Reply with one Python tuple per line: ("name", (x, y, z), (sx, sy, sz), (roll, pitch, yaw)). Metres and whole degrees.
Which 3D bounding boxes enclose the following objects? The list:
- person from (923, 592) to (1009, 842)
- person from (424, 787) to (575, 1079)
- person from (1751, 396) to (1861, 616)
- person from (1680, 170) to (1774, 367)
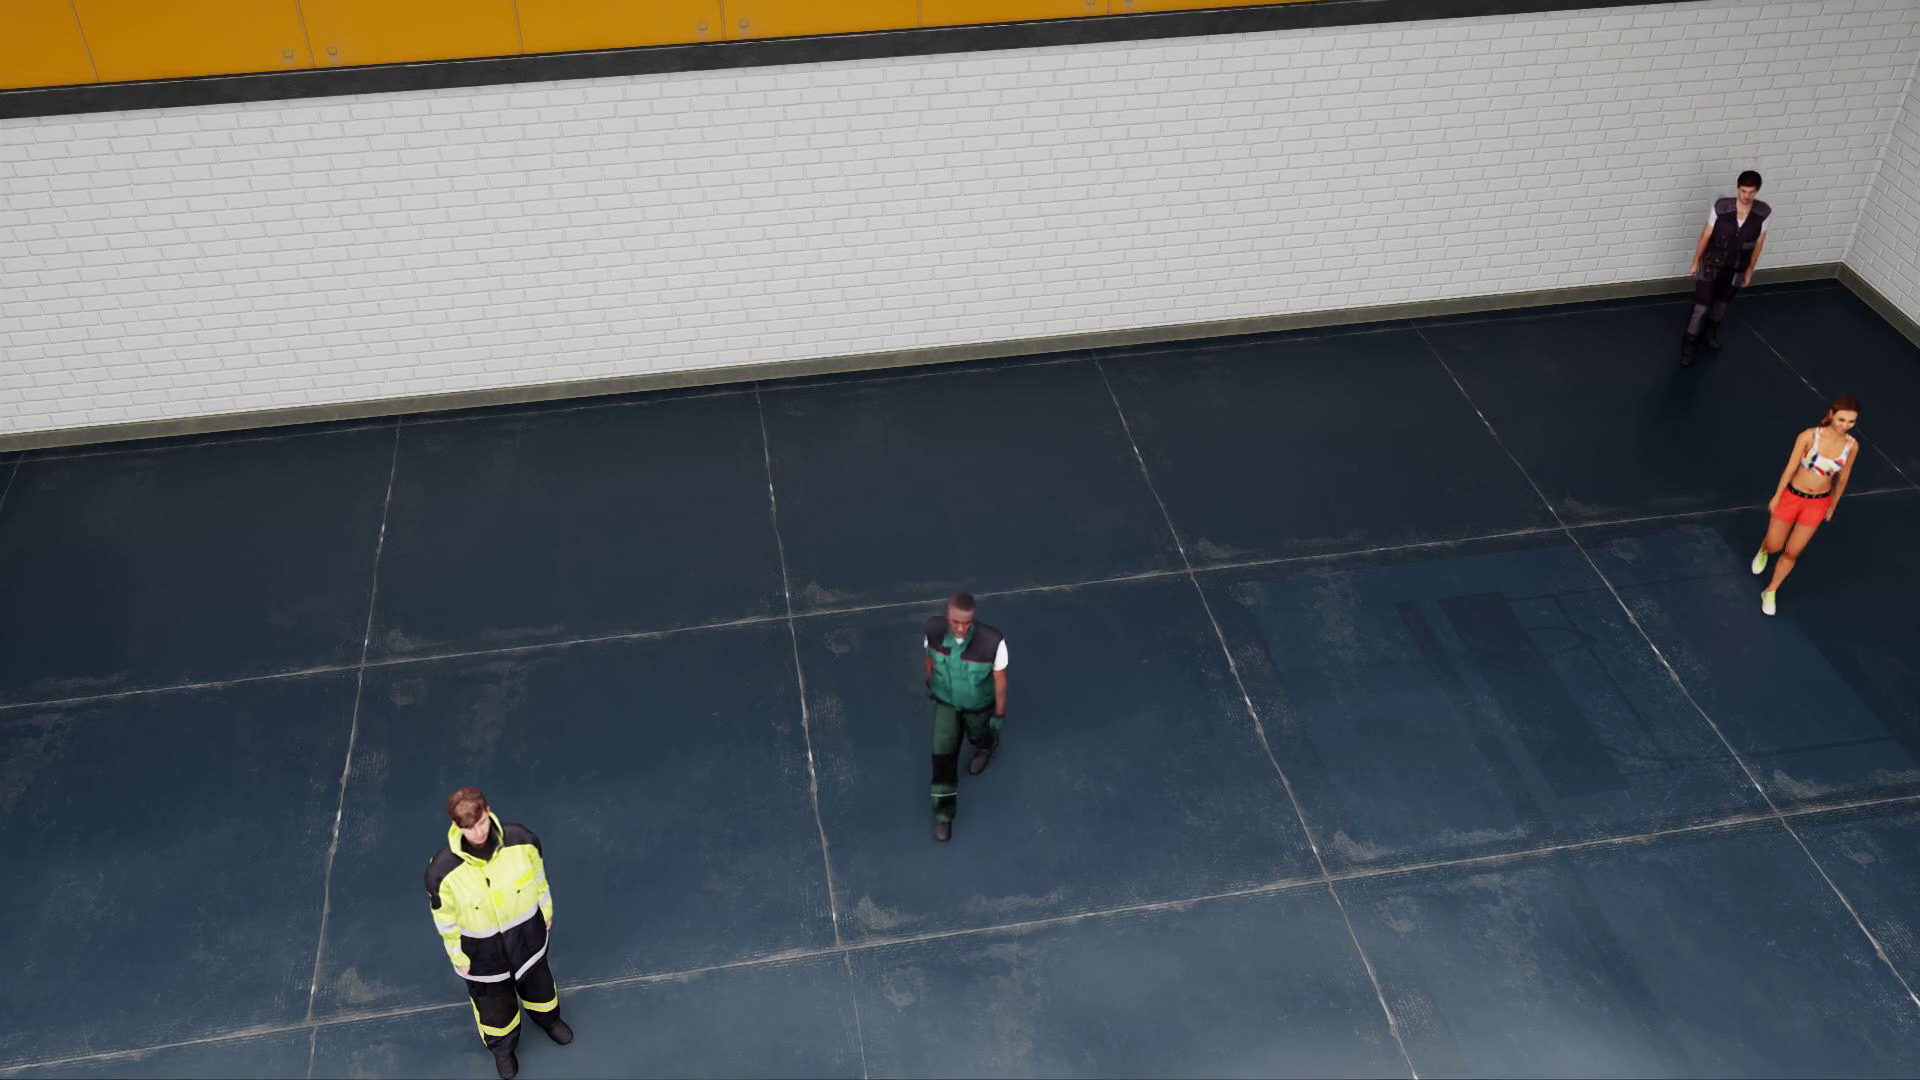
("person", (0.058, 0.911, 10.170), (1.064, 1.779, 1.327), (13, 40, 16))
("person", (-2.394, 2.001, 8.642), (0.867, 1.983, 0.842), (-26, 45, -29))
("person", (5.919, -0.309, 11.701), (0.788, 1.776, 0.901), (12, 40, 14))
("person", (6.571, -2.399, 14.290), (0.854, 1.810, 1.008), (7, 39, 8))
